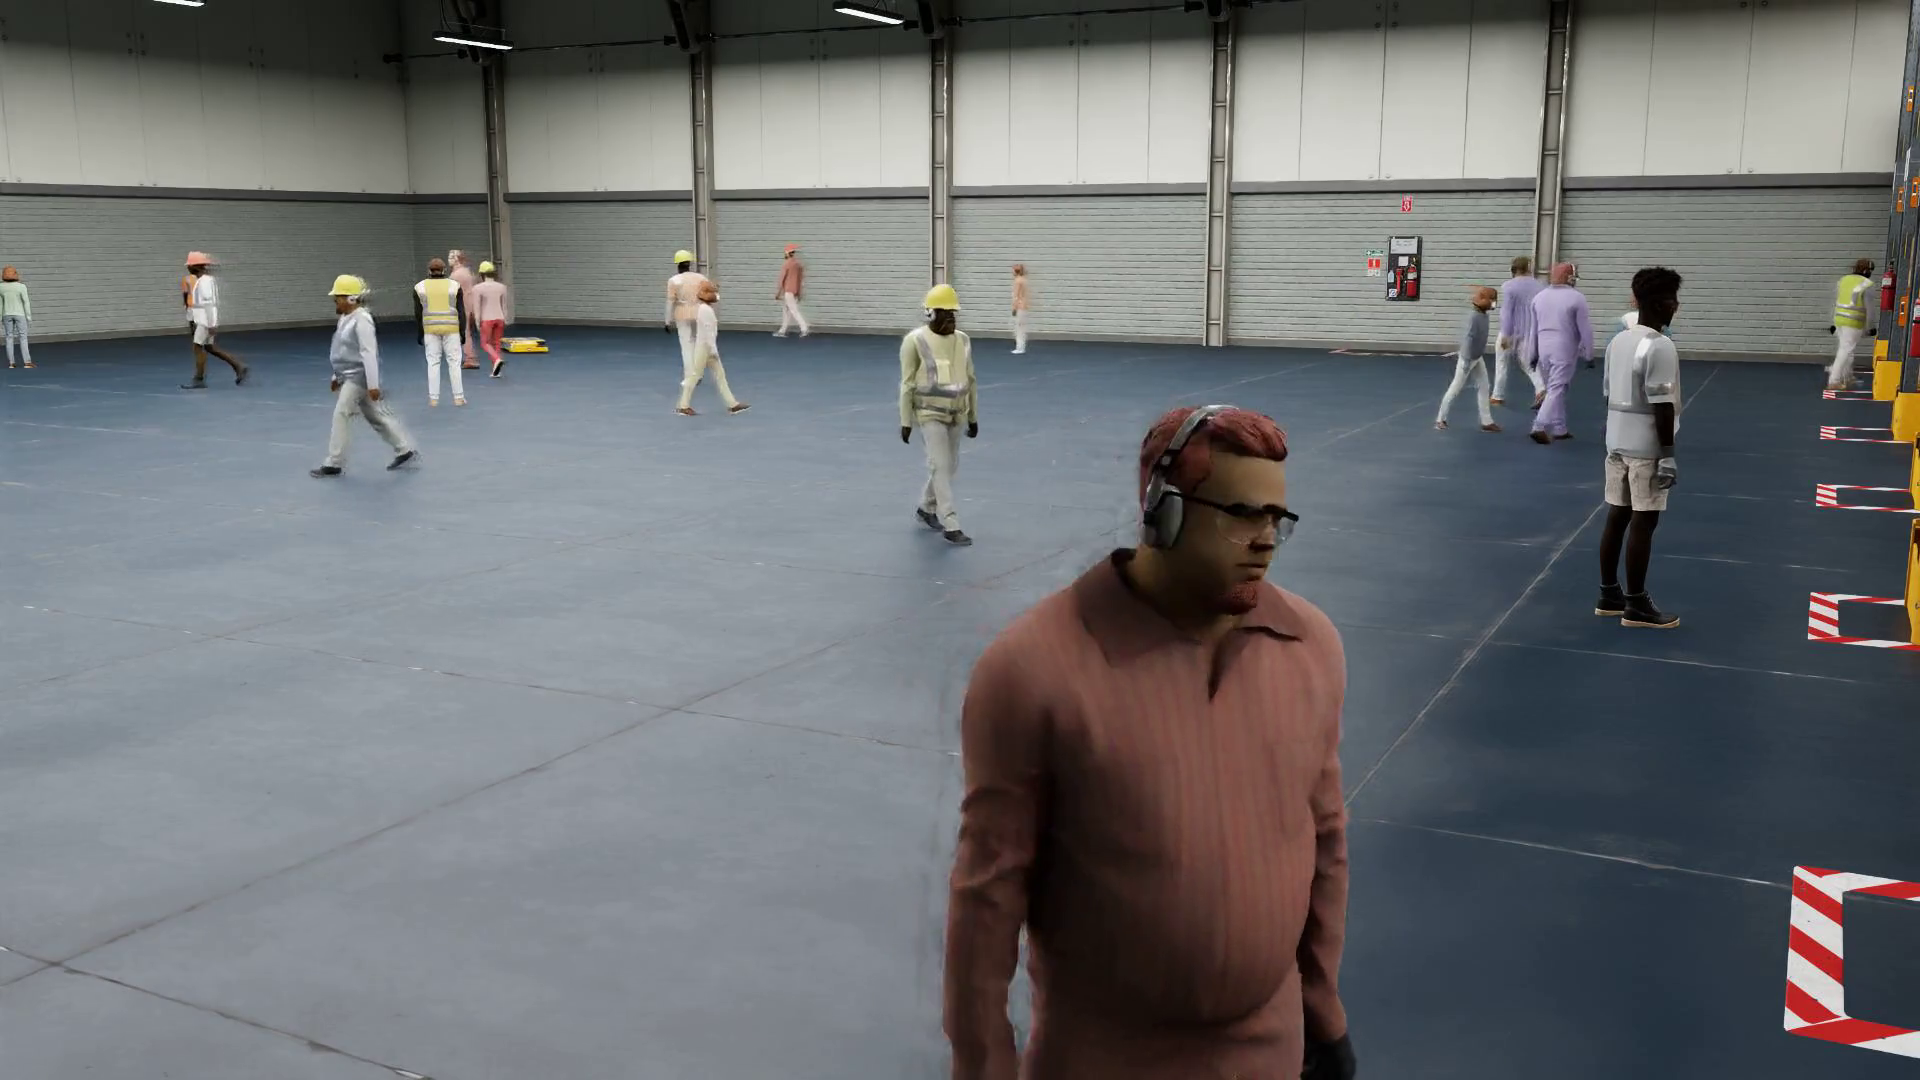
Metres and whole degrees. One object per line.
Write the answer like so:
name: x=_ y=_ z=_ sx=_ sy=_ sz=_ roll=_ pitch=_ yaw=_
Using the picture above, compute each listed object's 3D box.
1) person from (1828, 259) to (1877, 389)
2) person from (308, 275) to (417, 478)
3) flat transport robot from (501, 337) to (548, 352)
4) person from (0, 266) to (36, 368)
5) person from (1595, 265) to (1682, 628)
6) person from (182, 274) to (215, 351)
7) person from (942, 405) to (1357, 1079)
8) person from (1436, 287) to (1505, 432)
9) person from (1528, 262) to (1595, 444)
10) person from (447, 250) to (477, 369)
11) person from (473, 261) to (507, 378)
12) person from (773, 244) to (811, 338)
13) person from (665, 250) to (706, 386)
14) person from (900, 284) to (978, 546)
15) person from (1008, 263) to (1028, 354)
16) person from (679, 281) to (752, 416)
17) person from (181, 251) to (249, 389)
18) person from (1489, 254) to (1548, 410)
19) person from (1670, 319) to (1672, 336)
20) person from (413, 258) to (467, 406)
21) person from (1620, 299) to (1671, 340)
person: x=12.411 y=-2.968 z=23.001 sx=0.750 sy=1.806 sz=0.656 roll=-2 pitch=11 yaw=-9
person: x=-5.340 y=-1.467 z=14.838 sx=0.950 sy=1.792 sz=0.582 roll=-6 pitch=12 yaw=-28
flat transport robot: x=-8.058 y=-3.605 z=30.620 sx=0.652 sy=0.197 sz=1.431 roll=-5 pitch=11 yaw=-24
person: x=-15.234 y=-3.590 z=26.811 sx=0.497 sy=1.636 sz=0.284 roll=-1 pitch=10 yaw=-7
person: x=3.740 y=-0.509 z=9.110 sx=0.367 sy=1.967 sz=0.606 roll=-1 pitch=10 yaw=-7
person: x=-14.037 y=-4.333 z=30.717 sx=0.560 sy=1.682 sz=0.406 roll=-4 pitch=11 yaw=-22
person: x=0.261 y=0.745 z=2.539 sx=0.786 sy=1.881 sz=0.419 roll=-4 pitch=11 yaw=-21
person: x=5.558 y=-1.965 z=18.122 sx=0.728 sy=1.576 sz=0.517 roll=9 pitch=14 yaw=40
person: x=6.151 y=-1.921 z=17.116 sx=0.904 sy=1.872 sz=0.640 roll=-6 pitch=12 yaw=-30
person: x=-8.010 y=-3.663 z=26.511 sx=0.610 sy=1.892 sz=0.670 roll=0 pitch=10 yaw=-2
person: x=-6.944 y=-3.265 z=24.744 sx=0.536 sy=1.755 sz=0.546 roll=-9 pitch=14 yaw=-42
person: x=-3.502 y=-5.197 z=34.708 sx=0.967 sy=1.963 sz=0.605 roll=5 pitch=11 yaw=24
person: x=-3.900 y=-3.137 z=23.565 sx=0.623 sy=1.912 sz=0.502 roll=-8 pitch=13 yaw=-36
person: x=-0.137 y=-0.898 z=11.697 sx=0.608 sy=1.802 sz=0.831 roll=-8 pitch=13 yaw=-38
person: x=1.030 y=-4.168 z=29.974 sx=0.396 sy=1.621 sz=0.546 roll=2 pitch=11 yaw=8
person: x=-2.943 y=-2.252 z=19.664 sx=0.867 sy=1.584 sz=0.520 roll=0 pitch=10 yaw=0
person: x=-10.480 y=-3.073 z=23.264 sx=0.828 sy=1.914 sz=0.553 roll=-5 pitch=12 yaw=-27
person: x=6.916 y=-2.558 z=20.482 sx=0.643 sy=1.904 sz=0.959 roll=-5 pitch=11 yaw=-24
person: x=9.302 y=-2.751 z=22.225 sx=0.308 sy=1.641 sz=0.514 roll=-3 pitch=11 yaw=-18
person: x=-6.497 y=-2.596 z=20.844 sx=0.621 sy=1.841 sz=0.429 roll=-2 pitch=11 yaw=-12
person: x=6.870 y=-1.725 z=16.681 sx=0.382 sy=1.626 sz=0.520 roll=-6 pitch=12 yaw=-29
